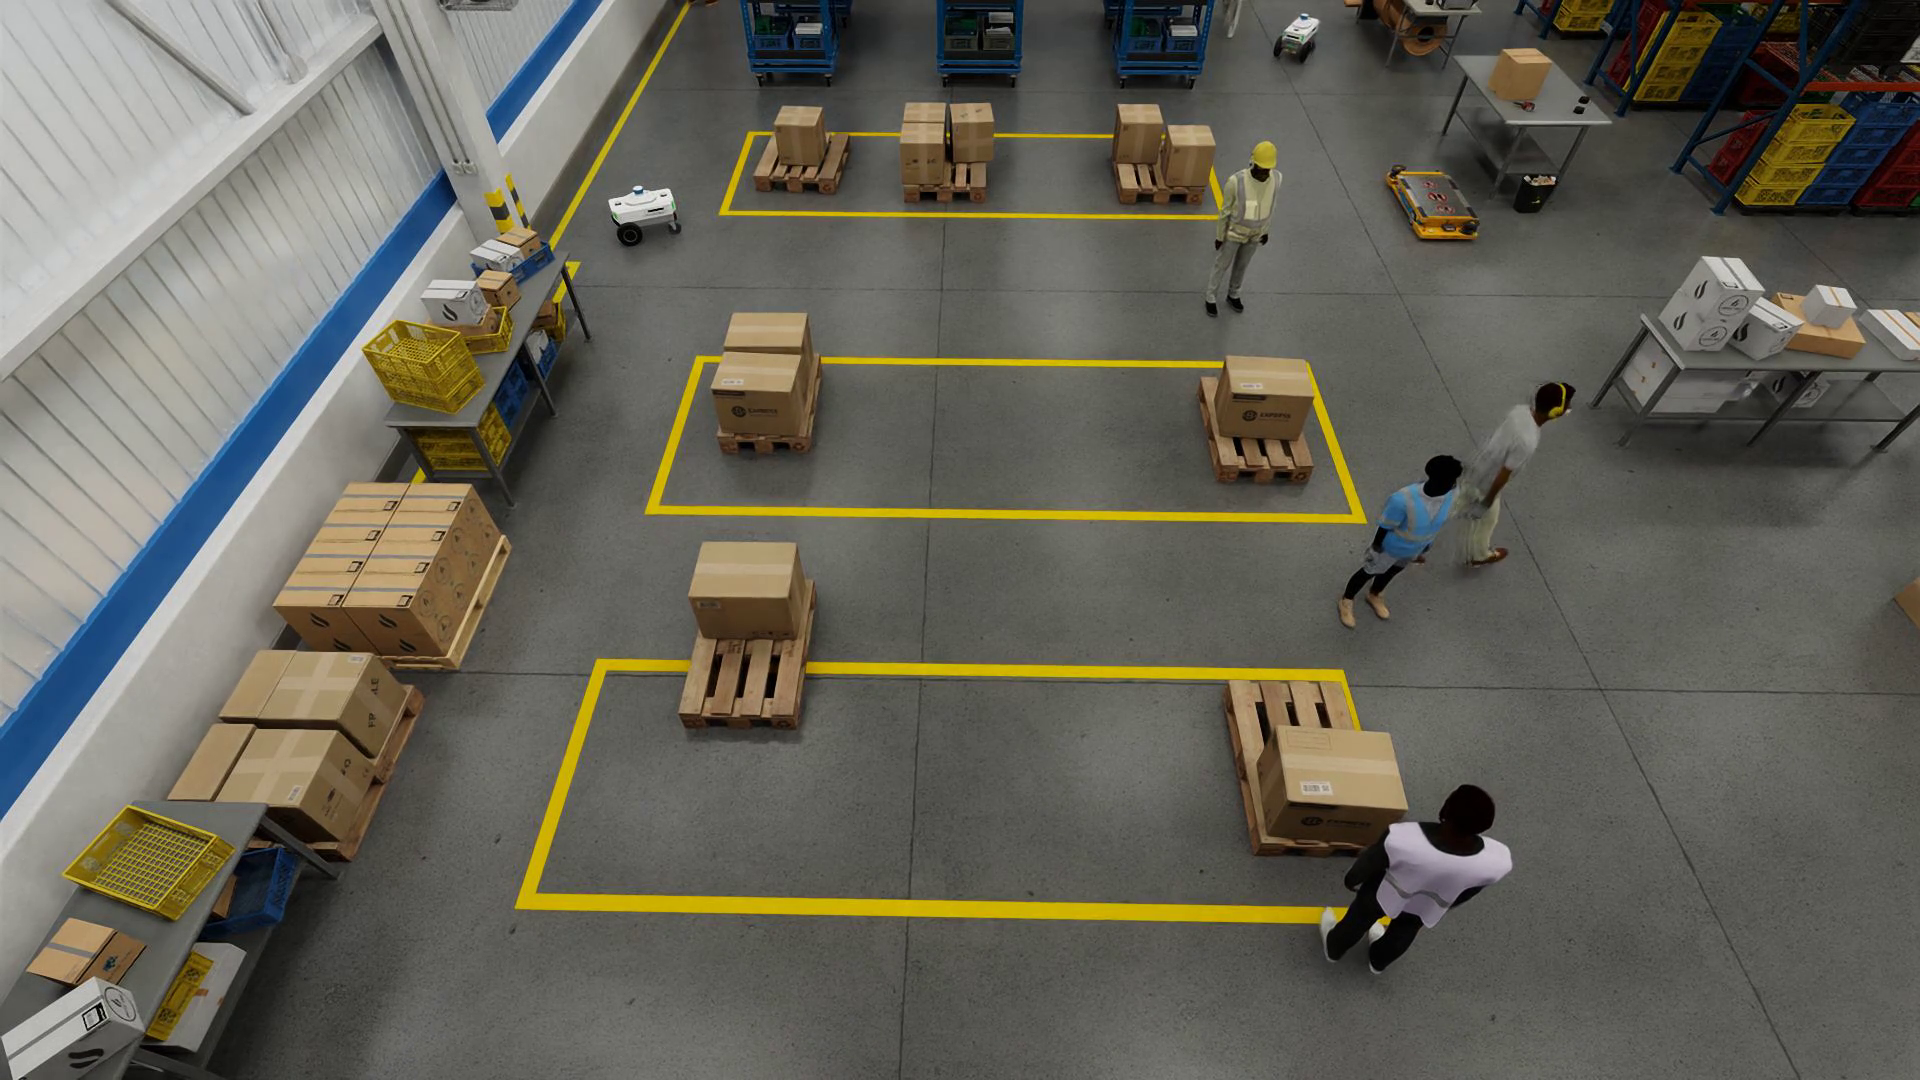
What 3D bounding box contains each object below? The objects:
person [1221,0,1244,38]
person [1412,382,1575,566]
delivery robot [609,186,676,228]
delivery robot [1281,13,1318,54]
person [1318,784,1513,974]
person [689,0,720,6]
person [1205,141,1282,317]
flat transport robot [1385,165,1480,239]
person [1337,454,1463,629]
[{"bbox_3d":[4.295,-8.693,14.148,0.552,1.619,0.466,12,50,10],"label":"person"},{"bbox_3d":[3.965,-0.426,6.875,0.925,1.814,0.521,5,49,4],"label":"person"},{"bbox_3d":[-3.662,-3.847,10.599,0.707,0.478,0.477,-17,51,-14],"label":"delivery robot"},{"bbox_3d":[5.191,-7.760,13.986,0.477,0.478,0.707,26,54,20],"label":"delivery robot"},{"bbox_3d":[2.357,1.851,4.840,0.591,1.911,0.386,11,50,9],"label":"person"},{"bbox_3d":[-4.347,-9.840,14.917,0.631,1.980,0.425,12,50,10],"label":"person"},{"bbox_3d":[2.842,-3.087,9.161,0.594,1.832,0.403,-11,50,-9],"label":"person"},{"bbox_3d":[5.692,-4.094,11.059,0.652,0.197,1.431,1,49,1],"label":"flat transport robot"},{"bbox_3d":[3.161,0.018,6.562,0.540,1.695,0.317,-12,50,-10],"label":"person"}]
